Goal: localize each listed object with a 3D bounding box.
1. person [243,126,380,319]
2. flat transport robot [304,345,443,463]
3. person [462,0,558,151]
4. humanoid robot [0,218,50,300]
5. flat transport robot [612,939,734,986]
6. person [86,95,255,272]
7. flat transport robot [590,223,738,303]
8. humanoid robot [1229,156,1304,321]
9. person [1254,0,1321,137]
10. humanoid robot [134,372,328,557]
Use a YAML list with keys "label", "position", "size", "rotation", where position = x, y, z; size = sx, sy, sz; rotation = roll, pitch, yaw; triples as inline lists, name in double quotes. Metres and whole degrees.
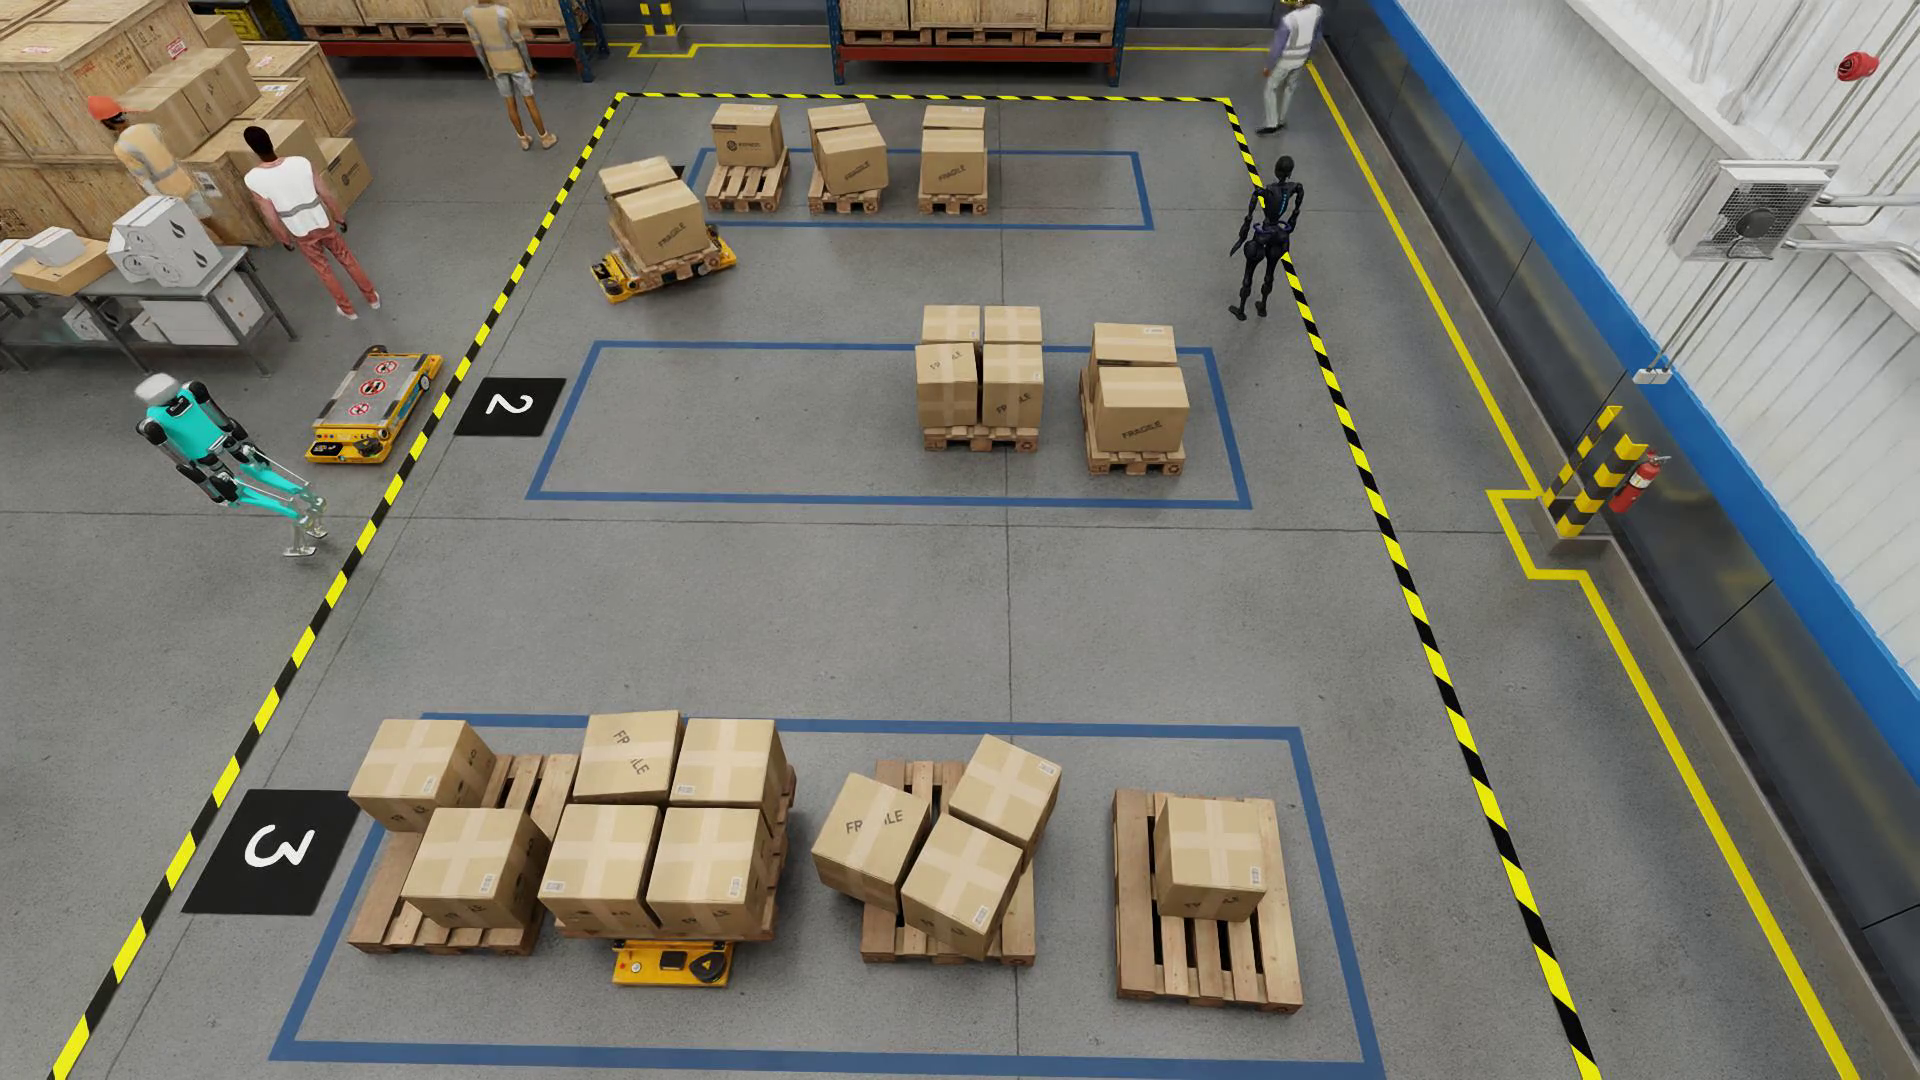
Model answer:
- label: "person"
  position: [-6.255, -3.016, 8.841]
  size: [0.371, 1.914, 0.596]
  rotation: [37, 59, 27]
- label: "flat transport robot"
  position: [-5.383, -1.269, 8.441]
  size: [0.659, 0.231, 1.431]
  rotation: [1, 50, 1]
- label: "person"
  position: [-5.462, -5.748, 11.069]
  size: [0.604, 2.045, 0.378]
  rotation: [-2, 50, -1]
- label: "humanoid robot"
  position: [-10.096, -3.268, 9.187]
  size: [0.985, 1.776, 0.530]
  rotation: [22, 53, 17]
- label: "flat transport robot"
  position: [-1.659, 1.971, 5.681]
  size: [0.652, 0.197, 1.431]
  rotation: [1, 50, 1]
- label: "person"
  position: [-8.068, -3.541, 9.292]
  size: [0.773, 1.907, 0.571]
  rotation: [7, 50, 6]
- label: "flat transport robot"
  position: [-3.207, -3.020, 9.904]
  size: [1.431, 0.197, 0.652]
  rotation: [-26, 54, -20]
- label: "humanoid robot"
  position: [2.965, -2.916, 8.905]
  size: [0.599, 1.653, 0.315]
  rotation: [-8, 50, -7]
- label: "person"
  position: [4.094, -5.959, 11.421]
  size: [0.658, 1.786, 0.436]
  rotation: [-20, 53, -16]
- label: "humanoid robot"
  position: [-5.178, -0.488, 6.730]
  size: [0.735, 1.677, 0.533]
  rotation: [8, 50, 7]
